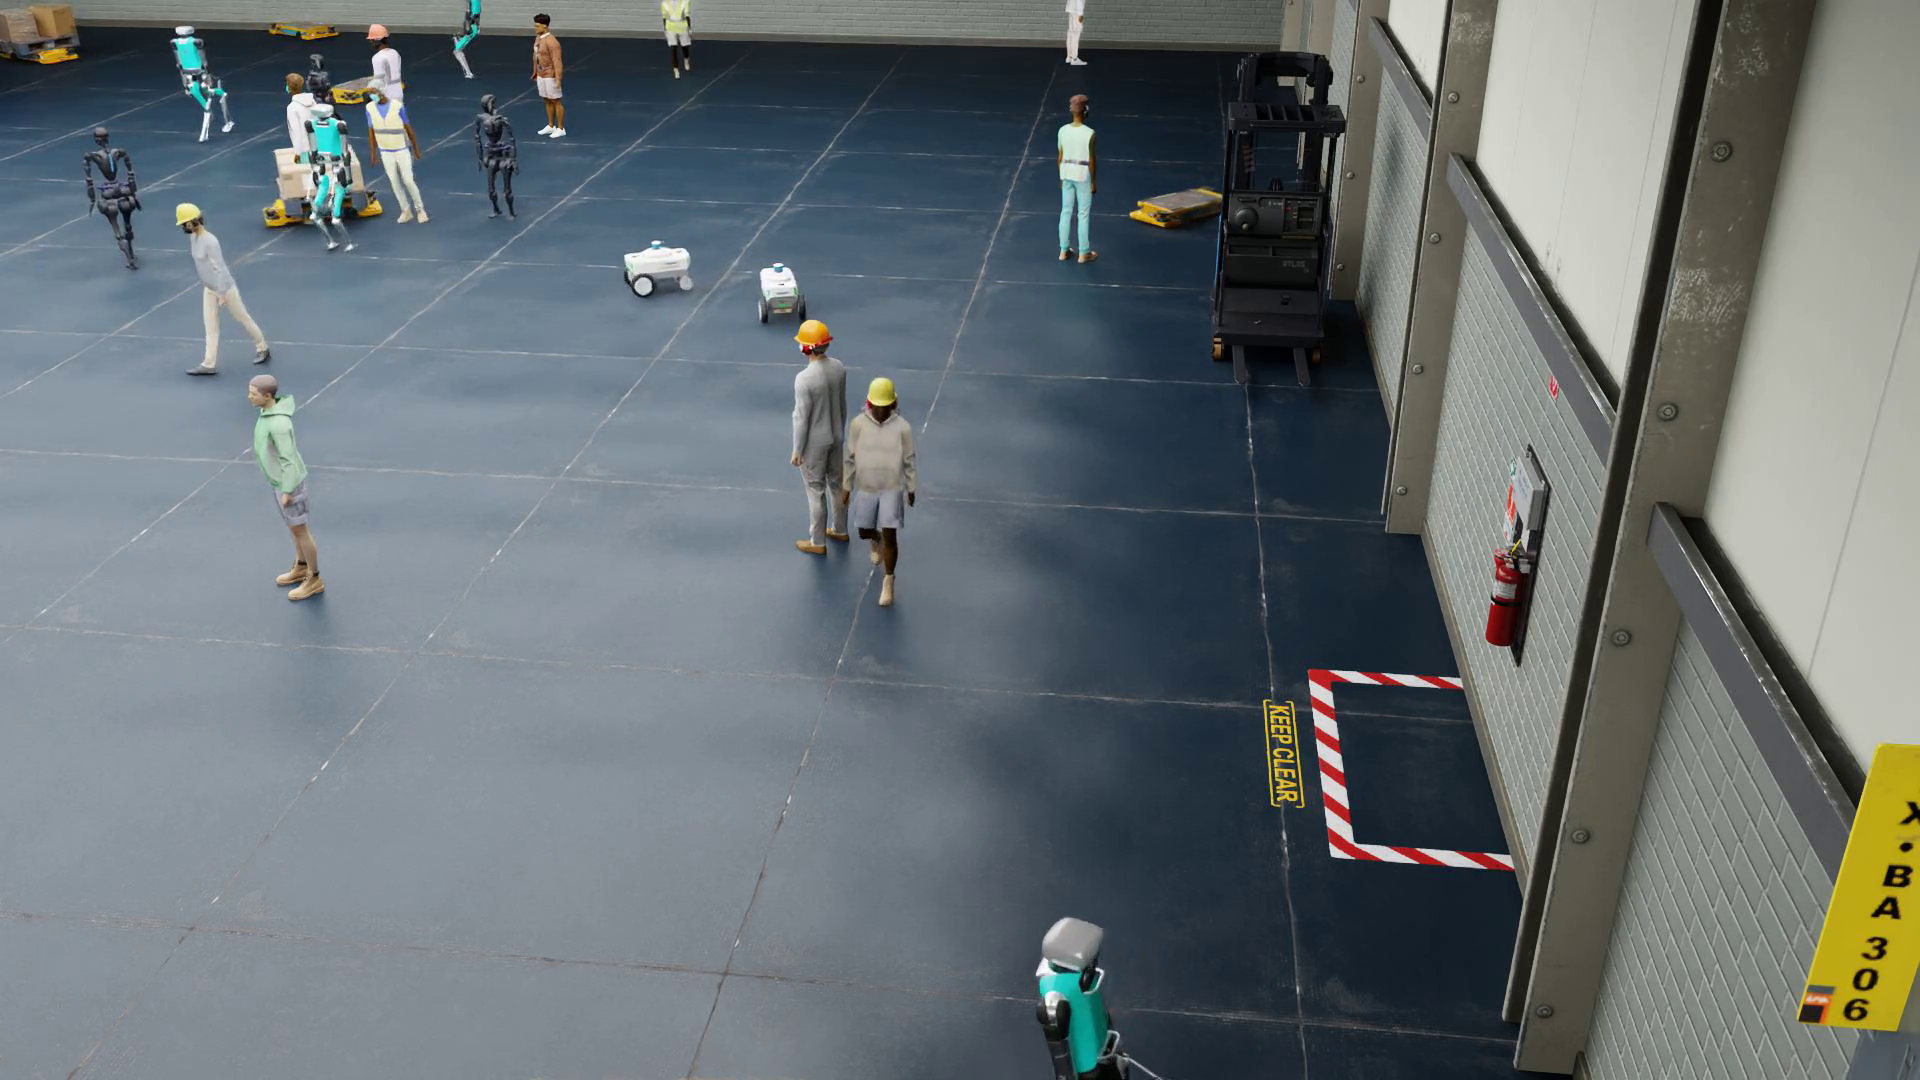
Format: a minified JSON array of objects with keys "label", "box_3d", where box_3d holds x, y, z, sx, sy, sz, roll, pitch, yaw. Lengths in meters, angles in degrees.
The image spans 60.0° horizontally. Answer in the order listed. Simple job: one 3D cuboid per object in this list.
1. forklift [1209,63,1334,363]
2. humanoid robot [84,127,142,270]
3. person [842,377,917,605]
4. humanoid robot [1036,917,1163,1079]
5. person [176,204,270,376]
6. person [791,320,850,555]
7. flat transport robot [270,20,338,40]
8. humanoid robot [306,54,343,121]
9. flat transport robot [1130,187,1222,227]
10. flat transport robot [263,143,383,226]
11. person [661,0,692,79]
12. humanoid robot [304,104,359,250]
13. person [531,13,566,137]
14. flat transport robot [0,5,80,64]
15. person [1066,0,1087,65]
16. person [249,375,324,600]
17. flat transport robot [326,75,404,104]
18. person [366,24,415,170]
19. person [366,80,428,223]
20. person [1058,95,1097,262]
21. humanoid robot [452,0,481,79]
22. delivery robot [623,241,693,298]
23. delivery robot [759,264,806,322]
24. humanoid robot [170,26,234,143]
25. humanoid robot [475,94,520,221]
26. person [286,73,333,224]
[{"label":"forklift","box_3d":[3.241,-3.477,17.183,1.129,2.768,1.873,3,27,6]},{"label":"humanoid robot","box_3d":[-10.067,-4.068,19.716,0.708,1.635,0.590,22,34,37]},{"label":"person","box_3d":[-0.587,-0.420,12.328,0.559,1.740,0.628,3,27,5]},{"label":"humanoid robot","box_3d":[0.765,2.370,6.808,1.009,1.729,0.546,9,28,17]},{"label":"person","box_3d":[-7.387,-2.504,16.531,0.594,1.697,0.877,20,33,34]},{"label":"person","box_3d":[-1.092,-0.800,12.935,0.380,1.890,0.563,19,32,33]},{"label":"flat transport robot","box_3d":[-13.381,-10.395,33.889,1.431,0.231,0.659,19,32,33]},{"label":"humanoid robot","box_3d":[-9.125,-6.092,23.737,0.392,1.646,0.601,8,28,15]},{"label":"flat transport robot","box_3d":[2.978,-4.373,21.868,1.431,0.231,0.659,-19,32,-33]},{"label":"flat transport robot","box_3d":[-8.383,-4.367,21.856,1.431,0.231,0.659,-12,29,-22]},{"label":"person","box_3d":[-5.072,-9.156,29.829,0.544,1.681,0.464,-3,27,-6]},{"label":"humanoid robot","box_3d":[-7.675,-4.326,20.114,0.537,1.782,0.681,4,27,8]},{"label":"person","box_3d":[-6.359,-7.199,25.738,0.397,1.856,0.774,-24,35,-39]},{"label":"flat transport robot","box_3d":[-17.520,-9.263,31.631,1.431,0.231,0.659,15,30,27]},{"label":"person","box_3d":[2.152,-9.811,30.933,0.395,1.875,0.509,-7,27,-13]},{"label":"person","box_3d":[-4.990,-0.408,12.308,0.348,1.743,0.472,-17,31,-30]},{"label":"flat transport robot","box_3d":[-10.266,-7.727,28.563,0.659,0.231,1.431,9,28,17]},{"label":"person","box_3d":[-8.187,-6.338,23.832,0.398,2.035,0.598,4,27,9]},{"label":"person","box_3d":[-7.233,-4.961,21.274,0.555,1.855,0.490,0,27,0]},{"label":"person","box_3d":[1.393,-4.293,19.805,0.483,1.979,0.405,15,30,27]},{"label":"humanoid robot","box_3d":[-8.885,-9.159,29.786,0.781,1.768,0.531,3,27,7]},{"label":"delivery robot","box_3d":[-3.461,-3.119,19.038,0.785,0.587,0.499,-10,28,-20]},{"label":"delivery robot","box_3d":[-1.969,-2.716,18.258,0.523,0.609,0.780,-6,27,-11]},{"label":"humanoid robot","box_3d":[-11.618,-7.064,25.665,0.539,1.776,1.034,5,27,9]},{"label":"humanoid robot","box_3d":[-5.938,-4.924,21.408,0.599,1.648,0.373,8,28,15]},{"label":"person","box_3d":[-8.352,-5.006,21.296,0.383,1.917,0.487,8,28,16]}]
